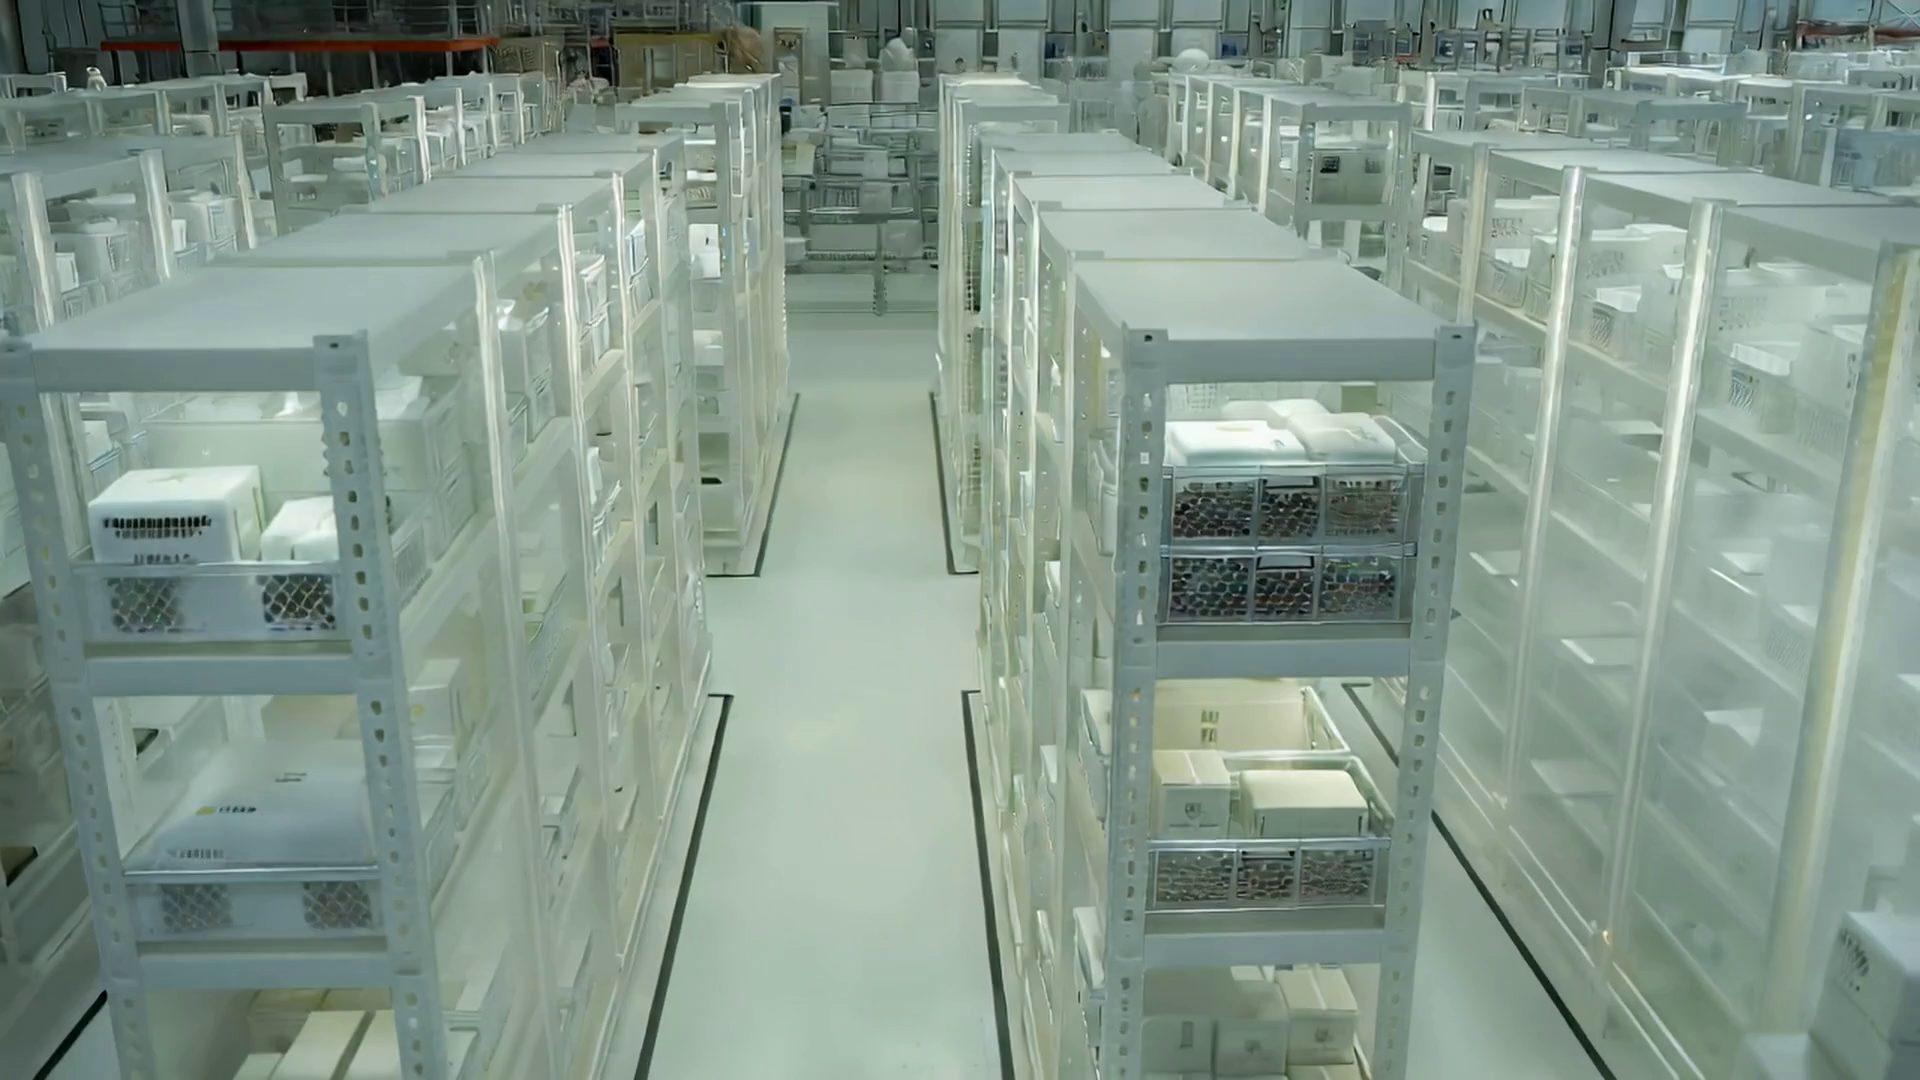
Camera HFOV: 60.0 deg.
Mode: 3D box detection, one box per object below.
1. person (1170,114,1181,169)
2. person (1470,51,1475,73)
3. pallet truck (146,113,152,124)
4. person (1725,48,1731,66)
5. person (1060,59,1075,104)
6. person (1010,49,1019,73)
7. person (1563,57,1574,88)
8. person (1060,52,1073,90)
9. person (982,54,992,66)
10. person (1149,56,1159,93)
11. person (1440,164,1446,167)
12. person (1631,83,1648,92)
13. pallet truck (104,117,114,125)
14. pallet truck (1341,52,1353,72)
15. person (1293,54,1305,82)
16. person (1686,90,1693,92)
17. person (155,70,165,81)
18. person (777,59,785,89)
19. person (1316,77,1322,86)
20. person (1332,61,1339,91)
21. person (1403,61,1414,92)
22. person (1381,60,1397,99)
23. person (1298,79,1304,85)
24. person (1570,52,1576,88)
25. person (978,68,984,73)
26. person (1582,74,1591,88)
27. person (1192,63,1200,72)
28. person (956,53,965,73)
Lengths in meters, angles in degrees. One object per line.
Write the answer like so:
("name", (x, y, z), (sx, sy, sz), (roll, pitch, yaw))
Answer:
("person", (5.169, -9.359, 40.042), (0.386, 1.755, 0.534), (-3, 18, -8))
("person", (26.931, -24.627, 87.084), (0.894, 1.887, 0.617), (9, 20, 26))
("pallet truck", (-18.087, -8.309, 36.390), (1.885, 1.965, 0.823), (-1, 18, -4))
("person", (41.579, -25.685, 90.278), (0.368, 1.932, 0.622), (0, 18, 1))
("person", (4.728, -20.295, 73.609), (0.624, 1.938, 0.934), (-8, 20, -24))
("person", (2.933, -25.591, 90.053), (0.980, 1.884, 0.561), (15, 23, 39))
("person", (28.686, -21.769, 78.309), (0.391, 1.833, 0.522), (16, 24, 41))
("person", (5.476, -24.041, 85.238), (0.617, 1.895, 0.995), (-17, 25, -42))
("person", (1.283, -22.347, 79.947), (0.591, 1.923, 0.381), (14, 23, 37))
("person", (9.640, -23.119, 82.627), (0.484, 1.743, 0.307), (4, 18, 13))
("person", (11.928, -9.591, 40.908), (0.543, 1.654, 0.862), (0, 18, 0))
("person", (24.894, -16.186, 60.930), (0.882, 1.910, 0.549), (-13, 22, -35))
("pallet truck", (-18.367, -7.885, 35.078), (1.885, 1.965, 0.823), (1, 18, 2))
("pallet truck", (18.794, -23.123, 82.231), (0.823, 1.965, 1.885), (-13, 22, -35))
("person", (16.895, -23.267, 82.926), (0.619, 1.845, 0.430), (8, 19, 22))
("person", (24.061, -14.202, 54.555), (0.606, 2.000, 0.699), (9, 20, 25))
("person", (-30.069, -16.722, 62.609), (0.355, 1.883, 0.575), (0, 18, 1))
("person", (-8.770, -22.750, 81.349), (0.431, 1.836, 0.619), (-6, 19, -19))
("person", (12.232, -14.861, 56.860), (0.317, 1.876, 0.531), (1, 18, 4))
("person", (17.367, -21.164, 76.575), (0.679, 1.735, 0.547), (-1, 18, -4))
("person", (21.052, -21.683, 78.312), (0.539, 1.667, 0.780), (5, 19, 15))
("person", (18.998, -20.175, 73.302), (0.984, 1.889, 0.598), (4, 18, 12))
("person", (11.716, -14.948, 57.284), (0.619, 1.779, 0.727), (7, 19, 22))
("person", (30.535, -23.369, 83.095), (0.373, 1.936, 0.629), (12, 21, 32))
("person", (0.824, -17.447, 64.885), (0.520, 1.865, 0.332), (-11, 21, -30))
("person", (24.258, -17.149, 64.257), (0.582, 1.672, 0.516), (-1, 18, -2))
("person", (9.286, -17.812, 65.725), (0.612, 2.039, 0.392), (5, 19, 16))
("person", (0.045, -23.166, 82.501), (0.492, 1.910, 0.671), (-13, 22, -35))
